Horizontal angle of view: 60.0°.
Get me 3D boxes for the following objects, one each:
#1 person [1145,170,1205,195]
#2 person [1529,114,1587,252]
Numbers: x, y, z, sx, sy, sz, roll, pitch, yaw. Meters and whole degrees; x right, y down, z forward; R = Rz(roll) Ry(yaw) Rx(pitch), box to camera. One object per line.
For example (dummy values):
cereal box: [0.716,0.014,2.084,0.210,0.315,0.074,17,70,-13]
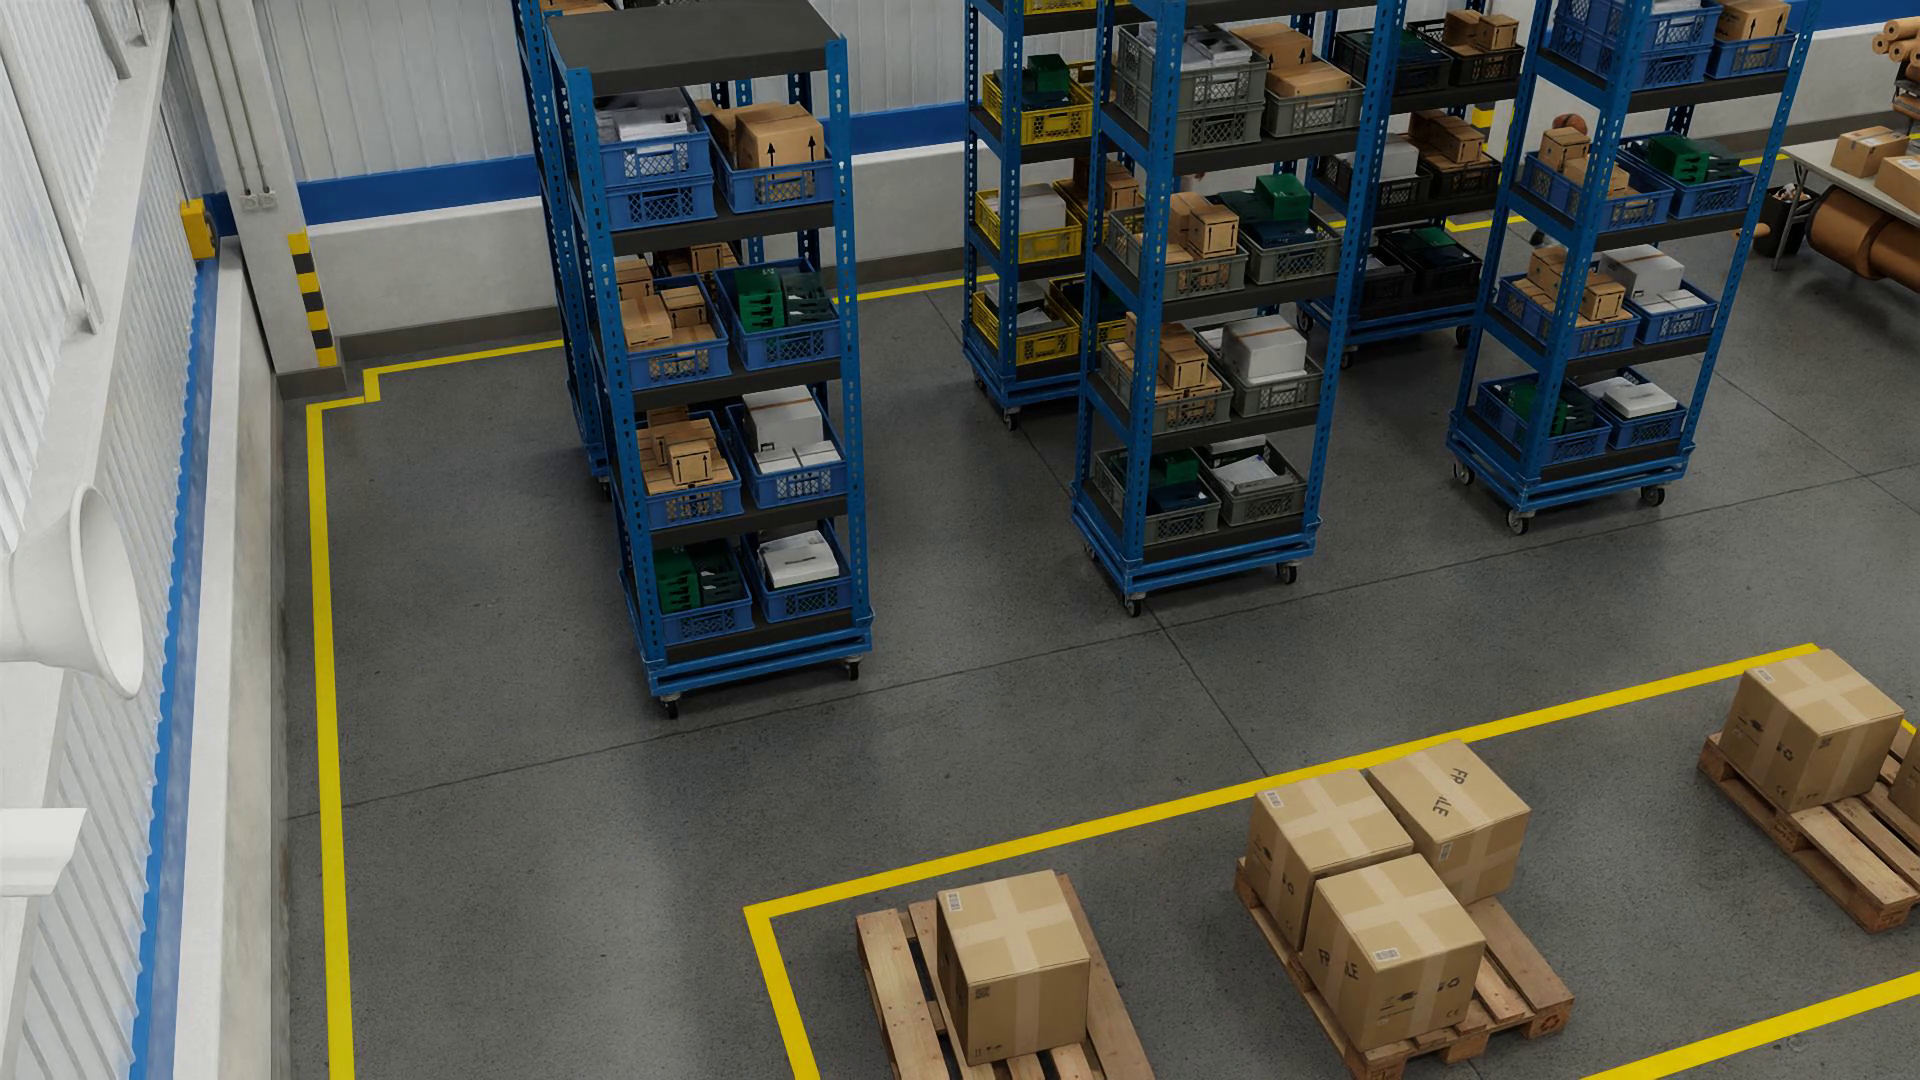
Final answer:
person: [1.630,-2.857,12.598,0.618,1.994,0.380,-27,43,-33]
person: [4.335,-2.305,12.120,0.316,1.639,0.514,28,44,34]
